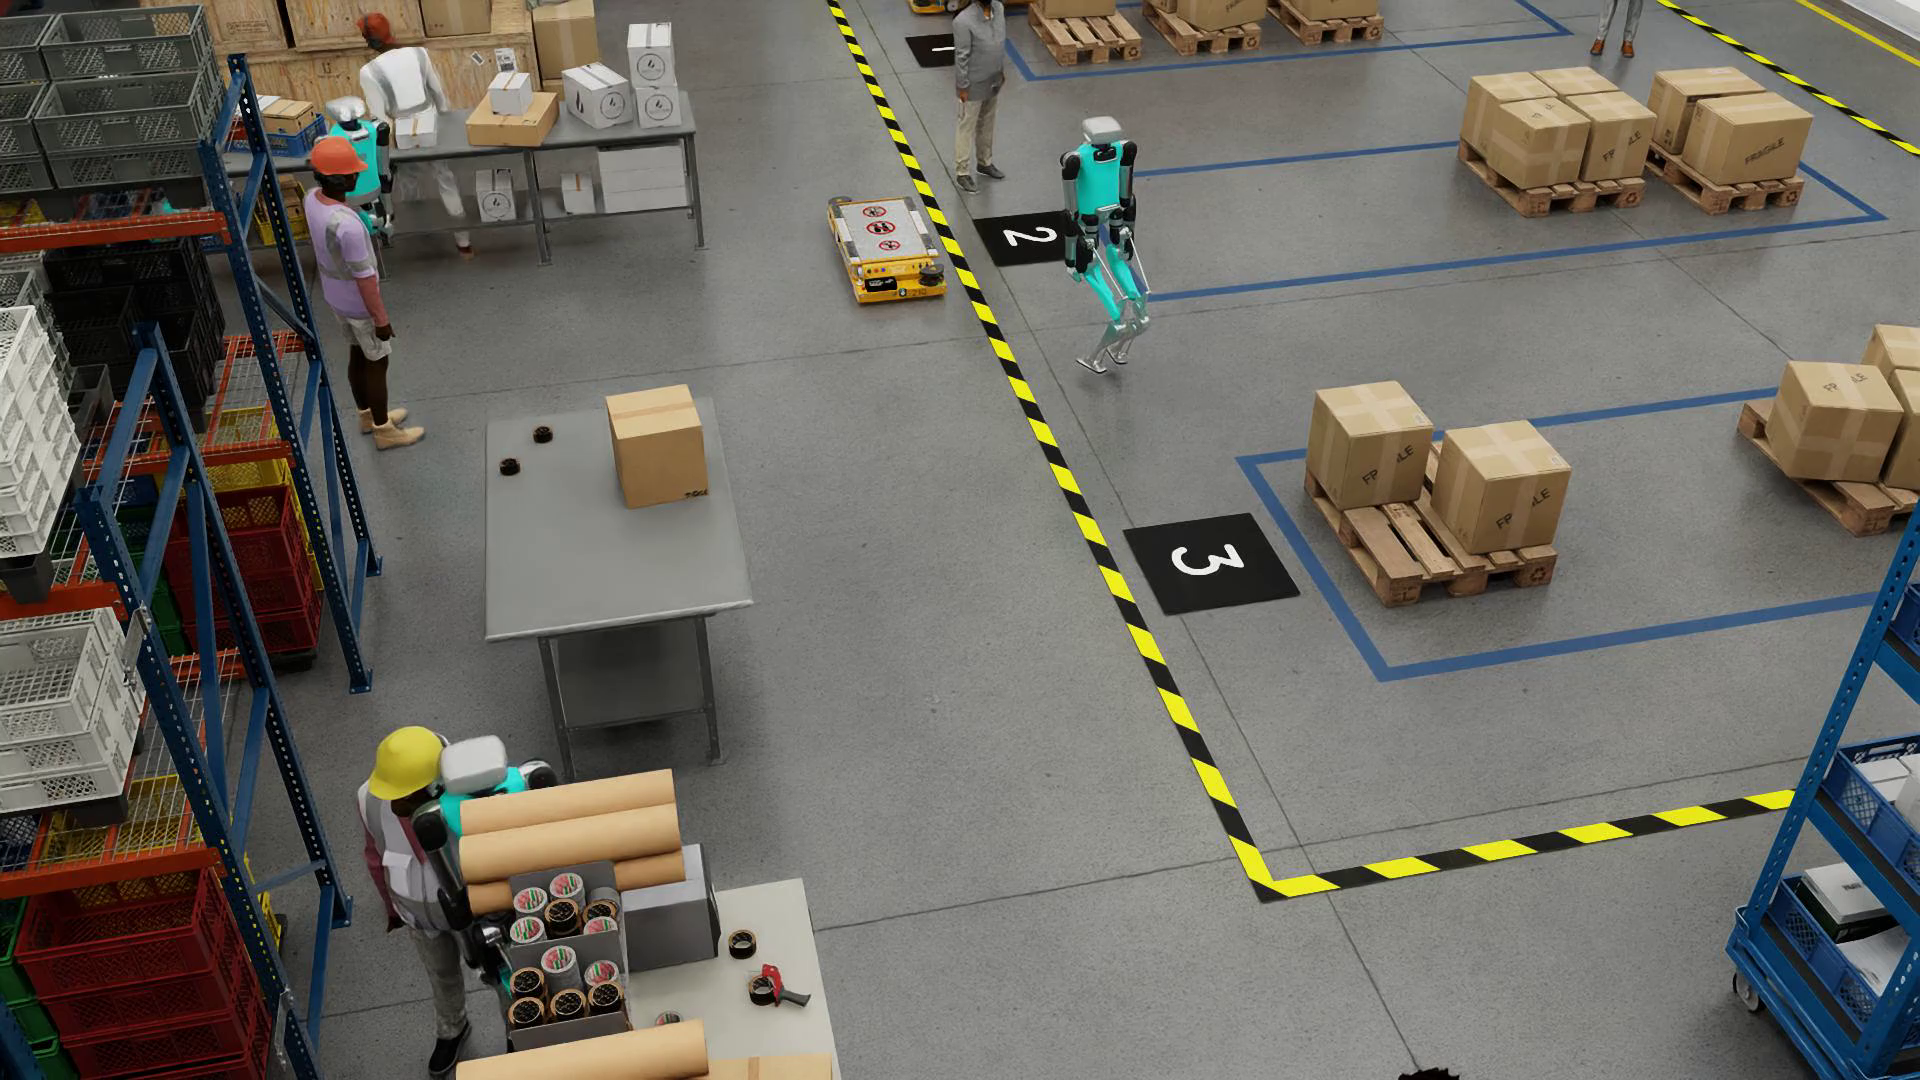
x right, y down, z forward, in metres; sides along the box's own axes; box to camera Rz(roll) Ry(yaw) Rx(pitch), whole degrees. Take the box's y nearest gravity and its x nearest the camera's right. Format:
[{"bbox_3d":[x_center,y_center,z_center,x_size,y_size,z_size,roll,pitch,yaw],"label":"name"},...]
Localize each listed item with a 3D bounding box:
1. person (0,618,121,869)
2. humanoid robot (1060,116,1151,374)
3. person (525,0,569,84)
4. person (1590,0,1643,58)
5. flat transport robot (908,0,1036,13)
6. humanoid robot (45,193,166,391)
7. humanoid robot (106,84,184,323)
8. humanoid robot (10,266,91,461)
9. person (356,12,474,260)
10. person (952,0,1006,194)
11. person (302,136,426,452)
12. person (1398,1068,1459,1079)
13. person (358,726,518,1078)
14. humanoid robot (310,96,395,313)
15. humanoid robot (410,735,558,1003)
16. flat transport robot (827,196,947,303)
[{"bbox_3d":[-4.159,0.773,7.196,0.631,1.841,0.429,-15,39,-20],"label":"person"},{"bbox_3d":[0.994,-1.818,10.654,0.533,1.677,0.735,-18,40,-22],"label":"humanoid robot"},{"bbox_3d":[-3.468,-4.570,14.301,0.411,1.939,0.602,23,42,27],"label":"person"},{"bbox_3d":[6.339,-5.469,15.557,0.585,1.878,0.383,10,38,13],"label":"person"},{"bbox_3d":[0.170,-5.694,17.184,1.431,0.197,0.652,-8,37,-10],"label":"flat transport robot"},{"bbox_3d":[-5.389,-1.610,10.591,0.744,1.645,0.590,12,38,15],"label":"humanoid robot"},{"bbox_3d":[-5.563,-2.167,11.321,0.733,1.892,0.548,-9,38,-12],"label":"humanoid robot"},{"bbox_3d":[-5.151,-0.824,9.490,0.478,1.643,0.608,-17,40,-21],"label":"humanoid robot"},{"bbox_3d":[-4.037,-3.003,12.283,0.673,1.823,0.997,-28,45,-32],"label":"person"},{"bbox_3d":[0.153,-3.671,13.229,0.397,1.767,0.573,26,44,30],"label":"person"},{"bbox_3d":[-3.620,-1.473,10.061,0.401,2.033,0.608,-27,44,-32],"label":"person"},{"bbox_3d":[1.285,2.285,5.062,0.600,1.966,0.368,14,39,18],"label":"person"},{"bbox_3d":[-1.942,1.394,6.373,0.589,1.829,0.404,2,37,3],"label":"person"},{"bbox_3d":[-4.170,-2.210,11.291,0.834,1.756,0.554,28,45,32],"label":"humanoid robot"},{"bbox_3d":[-1.554,1.587,6.172,0.563,1.734,0.855,-18,40,-23],"label":"humanoid robot"},{"bbox_3d":[-0.570,-2.220,12.538,0.659,0.231,1.431,-8,37,-10],"label":"flat transport robot"}]
